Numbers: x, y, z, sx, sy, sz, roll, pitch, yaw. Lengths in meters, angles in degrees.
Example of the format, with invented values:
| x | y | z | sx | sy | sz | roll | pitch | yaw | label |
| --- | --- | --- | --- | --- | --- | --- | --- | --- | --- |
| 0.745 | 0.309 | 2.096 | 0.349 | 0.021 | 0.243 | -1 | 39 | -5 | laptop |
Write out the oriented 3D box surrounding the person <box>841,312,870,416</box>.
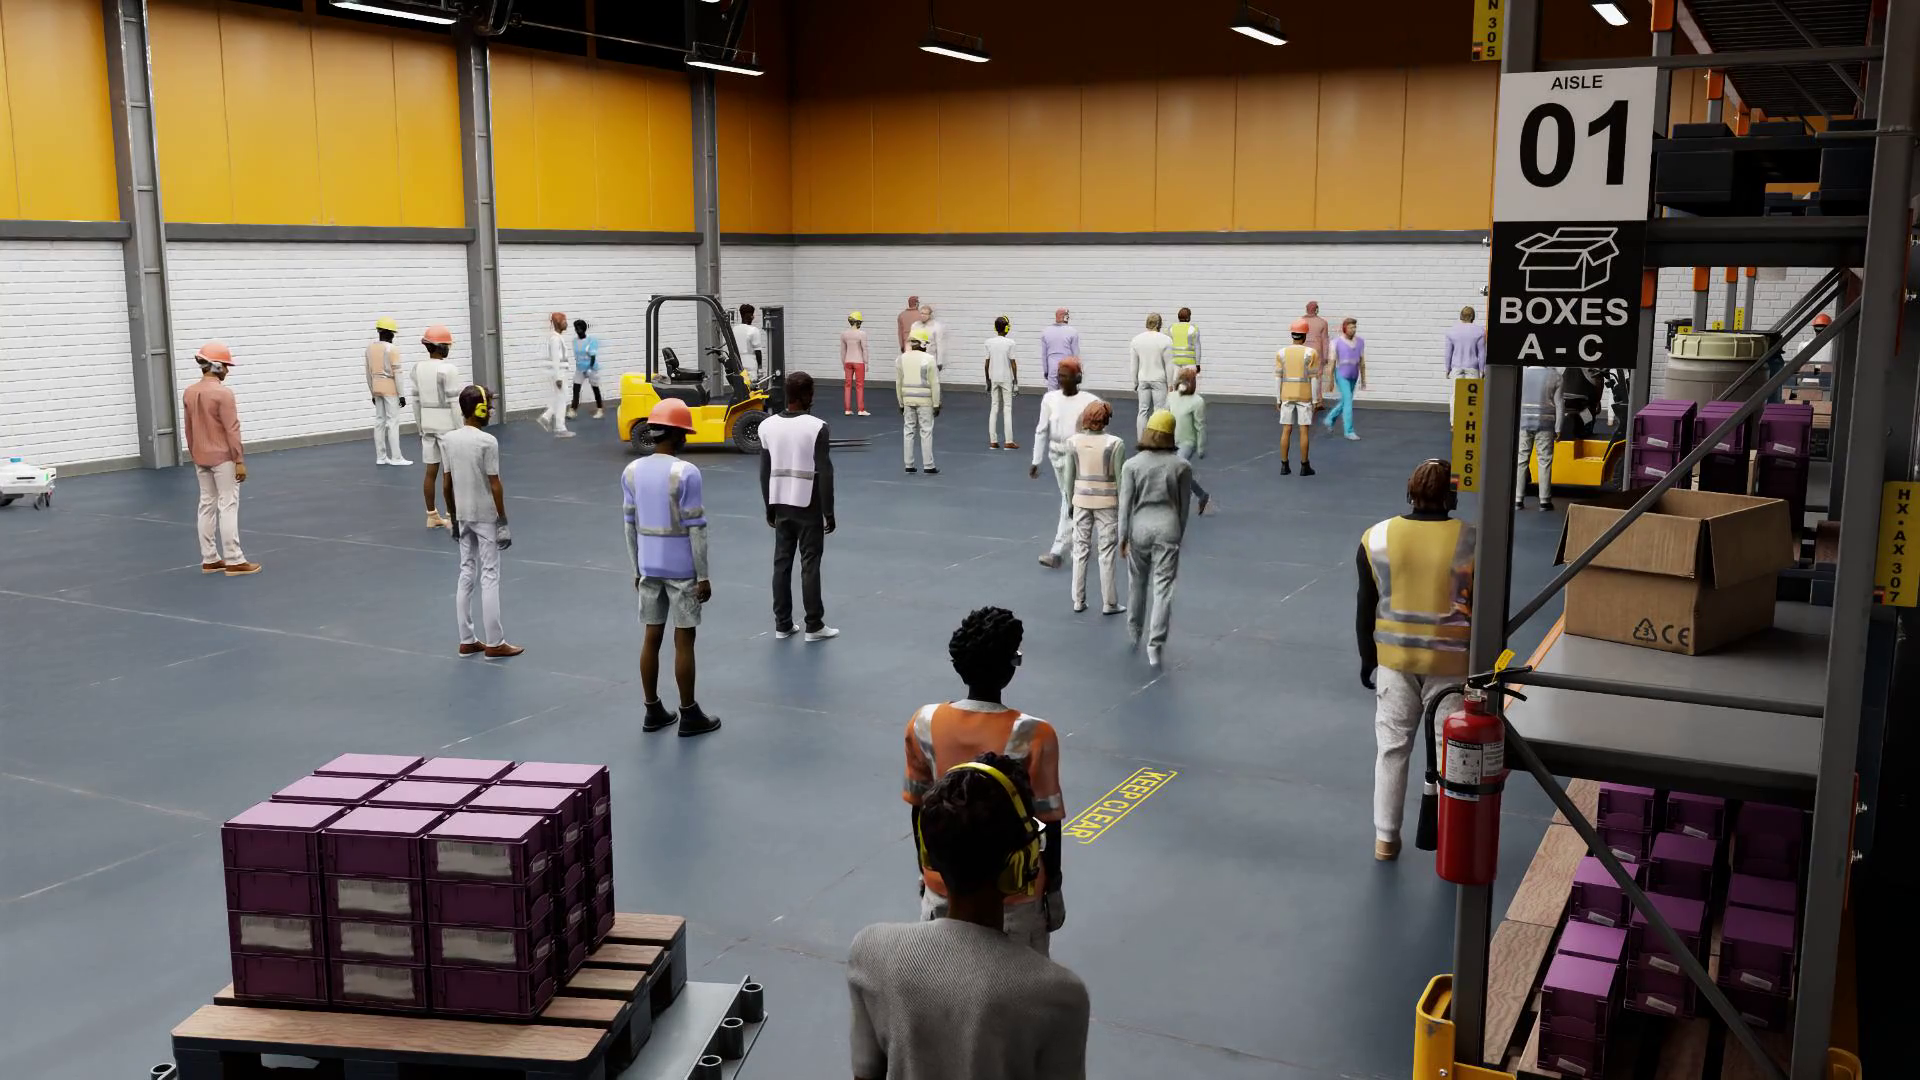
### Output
| x | y | z | sx | sy | sz | roll | pitch | yaw | label |
| --- | --- | --- | --- | --- | --- | --- | --- | --- | --- |
| -1.763 | -2.965 | 28.061 | 0.524 | 1.760 | 0.328 | 5 | 11 | 28 | person |

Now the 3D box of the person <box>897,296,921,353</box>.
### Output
| x | y | z | sx | sy | sz | roll | pitch | yaw | label |
| --- | --- | --- | --- | --- | --- | --- | --- | --- | --- |
| -0.892 | -3.816 | 32.552 | 0.639 | 1.909 | 0.406 | 5 | 11 | 28 | person |

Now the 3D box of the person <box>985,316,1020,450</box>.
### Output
| x | y | z | sx | sy | sz | roll | pitch | yaw | label |
| --- | --- | --- | --- | --- | --- | --- | --- | --- | --- |
| 0.587 | -2.200 | 23.299 | 0.521 | 1.874 | 0.328 | 5 | 11 | 28 | person |

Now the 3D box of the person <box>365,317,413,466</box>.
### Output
| x | y | z | sx | sy | sz | roll | pitch | yaw | label |
| --- | --- | --- | --- | --- | --- | --- | --- | --- | --- |
| -7.392 | -1.909 | 21.483 | 0.585 | 1.917 | 0.382 | 5 | 11 | 28 | person |

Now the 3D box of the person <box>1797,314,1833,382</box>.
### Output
| x | y | z | sx | sy | sz | roll | pitch | yaw | label |
| --- | --- | --- | --- | --- | --- | --- | --- | --- | --- |
| 11.539 | -2.068 | 22.377 | 0.542 | 1.927 | 0.374 | 5 | 11 | 28 | person |

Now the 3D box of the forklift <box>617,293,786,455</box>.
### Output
| x | y | z | sx | sy | sz | roll | pitch | yaw | label |
| --- | --- | --- | --- | --- | --- | --- | --- | --- | --- |
| -3.588 | -2.317 | 23.042 | 2.313 | 2.155 | 1.214 | -1 | 10 | -5 | forklift |

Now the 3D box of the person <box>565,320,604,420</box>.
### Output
| x | y | z | sx | sy | sz | roll | pitch | yaw | label |
| --- | --- | --- | --- | --- | --- | --- | --- | --- | --- |
| -6.173 | -2.779 | 27.287 | 0.541 | 1.644 | 0.885 | 4 | 10 | 21 | person |

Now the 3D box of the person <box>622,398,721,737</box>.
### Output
| x | y | z | sx | sy | sz | roll | pitch | yaw | label |
| --- | --- | --- | --- | --- | --- | --- | --- | --- | --- |
| -1.642 | 0.158 | 9.490 | 0.542 | 1.927 | 0.374 | 5 | 11 | 28 | person |

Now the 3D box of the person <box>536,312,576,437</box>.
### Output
| x | y | z | sx | sy | sz | roll | pitch | yaw | label |
| --- | --- | --- | --- | --- | --- | --- | --- | --- | --- |
| -6.020 | -2.455 | 24.775 | 0.480 | 1.869 | 0.595 | -2 | 10 | -11 | person |

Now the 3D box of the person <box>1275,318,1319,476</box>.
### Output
| x | y | z | sx | sy | sz | roll | pitch | yaw | label |
| --- | --- | --- | --- | --- | --- | --- | --- | --- | --- |
| 4.169 | -1.760 | 20.557 | 0.542 | 1.939 | 0.361 | 5 | 11 | 28 | person |

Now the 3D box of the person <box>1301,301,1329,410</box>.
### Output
| x | y | z | sx | sy | sz | roll | pitch | yaw | label |
| --- | --- | --- | --- | --- | --- | --- | --- | --- | --- |
| 6.151 | -3.222 | 29.113 | 0.639 | 1.911 | 0.406 | 5 | 11 | 28 | person |

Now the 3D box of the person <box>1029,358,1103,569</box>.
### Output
| x | y | z | sx | sy | sz | roll | pitch | yaw | label |
| --- | --- | --- | --- | --- | --- | --- | --- | --- | --- |
| 0.966 | -0.687 | 14.690 | 0.579 | 1.830 | 1.039 | 7 | 12 | 34 | person |

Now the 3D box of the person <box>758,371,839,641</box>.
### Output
| x | y | z | sx | sy | sz | roll | pitch | yaw | label |
| --- | --- | --- | --- | --- | --- | --- | --- | --- | --- |
| -1.152 | -0.233 | 11.796 | 0.587 | 1.913 | 0.391 | 5 | 11 | 28 | person |

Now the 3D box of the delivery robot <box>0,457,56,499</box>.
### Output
| x | y | z | sx | sy | sz | roll | pitch | yaw | label |
| --- | --- | --- | --- | --- | --- | --- | --- | --- | --- |
| -10.133 | -0.653 | 17.883 | 0.707 | 0.478 | 0.477 | -3 | 10 | -15 | delivery robot |

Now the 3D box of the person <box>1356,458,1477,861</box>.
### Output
| x | y | z | sx | sy | sz | roll | pitch | yaw | label |
| --- | --- | --- | --- | --- | --- | --- | --- | --- | --- |
| 2.089 | 0.552 | 7.454 | 0.621 | 1.845 | 0.429 | 5 | 11 | 28 | person |

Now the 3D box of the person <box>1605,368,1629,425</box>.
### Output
| x | y | z | sx | sy | sz | roll | pitch | yaw | label |
| --- | --- | --- | --- | --- | --- | --- | --- | --- | --- |
| 10.556 | -2.725 | 26.452 | 0.621 | 1.837 | 0.429 | 5 | 11 | 28 | person |

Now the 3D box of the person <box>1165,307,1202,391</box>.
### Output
| x | y | z | sx | sy | sz | roll | pitch | yaw | label |
| --- | --- | --- | --- | --- | --- | --- | --- | --- | --- |
| 3.721 | -2.934 | 27.635 | 0.621 | 1.845 | 0.429 | 5 | 11 | 28 | person |

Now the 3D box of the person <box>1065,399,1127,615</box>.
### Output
| x | y | z | sx | sy | sz | roll | pitch | yaw | label |
| --- | --- | --- | --- | --- | --- | --- | --- | --- | --- |
| 1.036 | -0.246 | 12.657 | 0.514 | 1.642 | 0.310 | 5 | 11 | 28 | person |

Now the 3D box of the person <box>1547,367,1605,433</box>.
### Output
| x | y | z | sx | sy | sz | roll | pitch | yaw | label |
| --- | --- | --- | --- | --- | --- | --- | --- | --- | --- |
| 7.397 | -1.717 | 20.013 | 0.674 | 2.000 | 0.535 | 5 | 11 | 28 | person |

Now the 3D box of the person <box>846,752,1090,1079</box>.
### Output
| x | y | z | sx | sy | sz | roll | pitch | yaw | label |
| --- | --- | --- | --- | --- | --- | --- | --- | --- | --- |
| 0.034 | 1.299 | 3.045 | 0.521 | 1.874 | 0.328 | 5 | 11 | 28 | person |

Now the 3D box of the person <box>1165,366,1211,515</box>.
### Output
| x | y | z | sx | sy | sz | roll | pitch | yaw | label |
| --- | --- | --- | --- | --- | --- | --- | --- | --- | --- |
| 2.333 | -0.993 | 17.074 | 0.761 | 1.600 | 0.516 | -7 | 12 | -35 | person |

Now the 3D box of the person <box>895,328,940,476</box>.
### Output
| x | y | z | sx | sy | sz | roll | pitch | yaw | label |
| --- | --- | --- | --- | --- | --- | --- | --- | --- | --- |
| -0.501 | -1.701 | 20.557 | 0.588 | 1.822 | 0.403 | 5 | 11 | 28 | person |

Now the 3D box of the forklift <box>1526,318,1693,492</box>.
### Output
| x | y | z | sx | sy | sz | roll | pitch | yaw | label |
| --- | --- | --- | --- | --- | --- | --- | --- | --- | --- |
| 7.066 | -1.601 | 18.899 | 2.313 | 2.155 | 1.214 | 5 | 11 | 27 | forklift |

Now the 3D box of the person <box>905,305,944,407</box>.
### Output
| x | y | z | sx | sy | sz | roll | pitch | yaw | label |
| --- | --- | --- | --- | --- | --- | --- | --- | --- | --- |
| -0.601 | -3.135 | 28.800 | 0.643 | 1.850 | 1.047 | 8 | 13 | 38 | person |

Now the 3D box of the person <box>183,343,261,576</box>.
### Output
| x | y | z | sx | sy | sz | roll | pitch | yaw | label |
| --- | --- | --- | --- | --- | --- | --- | --- | --- | --- |
| -6.324 | -0.685 | 14.203 | 0.611 | 1.985 | 0.393 | 5 | 11 | 28 | person |

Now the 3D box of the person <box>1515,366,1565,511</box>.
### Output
| x | y | z | sx | sy | sz | roll | pitch | yaw | label |
| --- | --- | --- | --- | --- | --- | --- | --- | --- | --- |
| 6.140 | -1.222 | 17.744 | 0.588 | 1.835 | 0.403 | 5 | 11 | 28 | person |

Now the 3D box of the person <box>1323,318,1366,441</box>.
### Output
| x | y | z | sx | sy | sz | roll | pitch | yaw | label |
| --- | --- | --- | --- | --- | --- | --- | --- | --- | --- |
| 5.687 | -2.405 | 24.702 | 0.569 | 1.813 | 0.883 | -6 | 11 | -30 | person |

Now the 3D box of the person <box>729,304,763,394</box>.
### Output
| x | y | z | sx | sy | sz | roll | pitch | yaw | label |
| --- | --- | --- | --- | --- | --- | --- | --- | --- | --- |
| -3.313 | -2.686 | 25.859 | 0.603 | 1.958 | 0.381 | 5 | 11 | 28 | person |

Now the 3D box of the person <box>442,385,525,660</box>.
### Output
| x | y | z | sx | sy | sz | roll | pitch | yaw | label |
| --- | --- | --- | --- | --- | --- | --- | --- | --- | --- |
| -3.261 | -0.120 | 11.286 | 0.521 | 1.865 | 0.328 | 5 | 11 | 28 | person |

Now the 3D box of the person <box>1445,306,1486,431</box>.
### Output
| x | y | z | sx | sy | sz | roll | pitch | yaw | label |
| --- | --- | --- | --- | --- | --- | --- | --- | --- | --- |
| 7.772 | -2.624 | 25.583 | 0.627 | 1.934 | 0.371 | 5 | 11 | 28 | person |

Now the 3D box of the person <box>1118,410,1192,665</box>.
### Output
| x | y | z | sx | sy | sz | roll | pitch | yaw | label |
| --- | --- | --- | --- | --- | --- | --- | --- | --- | --- |
| 1.321 | -0.039 | 11.333 | 0.491 | 1.677 | 0.954 | 1 | 10 | 5 | person |

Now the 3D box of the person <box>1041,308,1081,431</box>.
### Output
| x | y | z | sx | sy | sz | roll | pitch | yaw | label |
| --- | --- | --- | --- | --- | --- | --- | --- | --- | --- |
| 1.577 | -2.624 | 25.678 | 0.639 | 1.902 | 0.406 | 5 | 11 | 28 | person |

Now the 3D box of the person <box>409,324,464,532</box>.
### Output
| x | y | z | sx | sy | sz | roll | pitch | yaw | label |
| --- | --- | --- | --- | --- | --- | --- | --- | --- | --- |
| -5.126 | -1.104 | 16.453 | 0.605 | 2.045 | 0.378 | 5 | 11 | 28 | person |

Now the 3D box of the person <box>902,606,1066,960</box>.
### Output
| x | y | z | sx | sy | sz | roll | pitch | yaw | label |
| --- | --- | --- | --- | --- | --- | --- | --- | --- | --- |
| 0.083 | 1.039 | 5.051 | 0.531 | 1.698 | 0.320 | 5 | 11 | 28 | person |

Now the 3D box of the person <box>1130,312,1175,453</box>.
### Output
| x | y | z | sx | sy | sz | roll | pitch | yaw | label |
| --- | --- | --- | --- | --- | --- | --- | --- | --- | --- |
| 2.644 | -2.148 | 22.823 | 0.627 | 1.934 | 0.371 | 5 | 11 | 28 | person |
